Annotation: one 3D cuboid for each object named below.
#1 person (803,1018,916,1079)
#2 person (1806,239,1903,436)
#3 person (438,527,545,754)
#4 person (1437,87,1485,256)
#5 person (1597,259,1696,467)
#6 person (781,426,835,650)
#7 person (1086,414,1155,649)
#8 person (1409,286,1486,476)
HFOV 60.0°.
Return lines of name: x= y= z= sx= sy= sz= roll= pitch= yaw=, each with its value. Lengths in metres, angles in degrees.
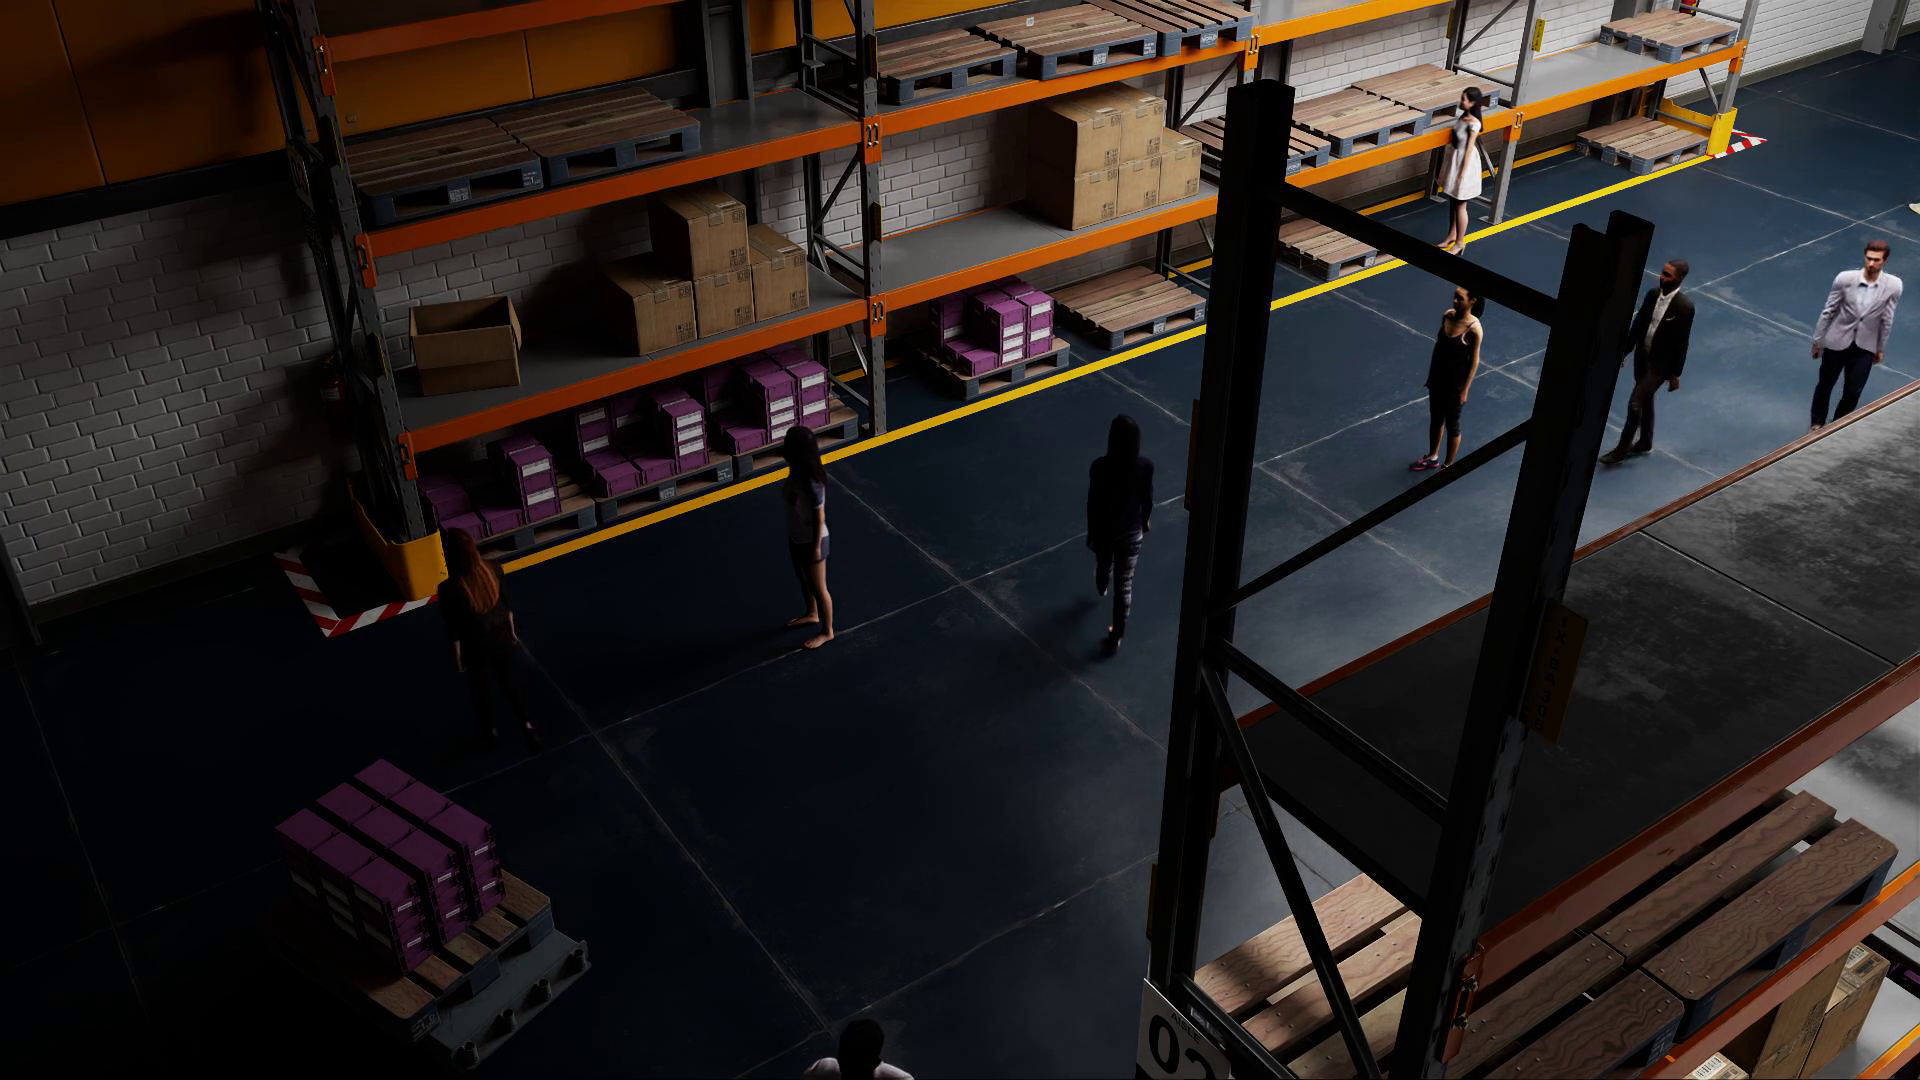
person: x=-0.428 y=2.714 z=7.198 sx=0.750 sy=1.862 sz=0.803 roll=7 pitch=34 yaw=10
person: x=7.393 y=-1.652 z=13.799 sx=0.832 sy=1.827 sz=0.853 roll=17 pitch=37 yaw=24
person: x=-2.936 y=0.682 z=10.406 sx=0.863 sy=1.695 sz=0.719 roll=-25 pitch=41 yaw=-33
person: x=5.131 y=-3.767 z=17.033 sx=0.814 sy=1.769 sz=0.782 roll=-1 pitch=34 yaw=-1
person: x=5.721 y=-1.450 z=13.535 sx=0.965 sy=1.782 sz=0.838 roll=-10 pitch=35 yaw=-14
person: x=-1.054 y=-0.032 z=11.470 sx=0.551 sy=1.705 sz=0.619 roll=-16 pitch=37 yaw=-23
person: x=1.107 y=-0.032 z=11.491 sx=1.112 sy=1.683 sz=1.049 roll=-1 pitch=34 yaw=-2
person: x=3.943 y=-1.277 z=13.323 sx=0.554 sy=1.729 sz=0.586 roll=-18 pitch=38 yaw=-25
